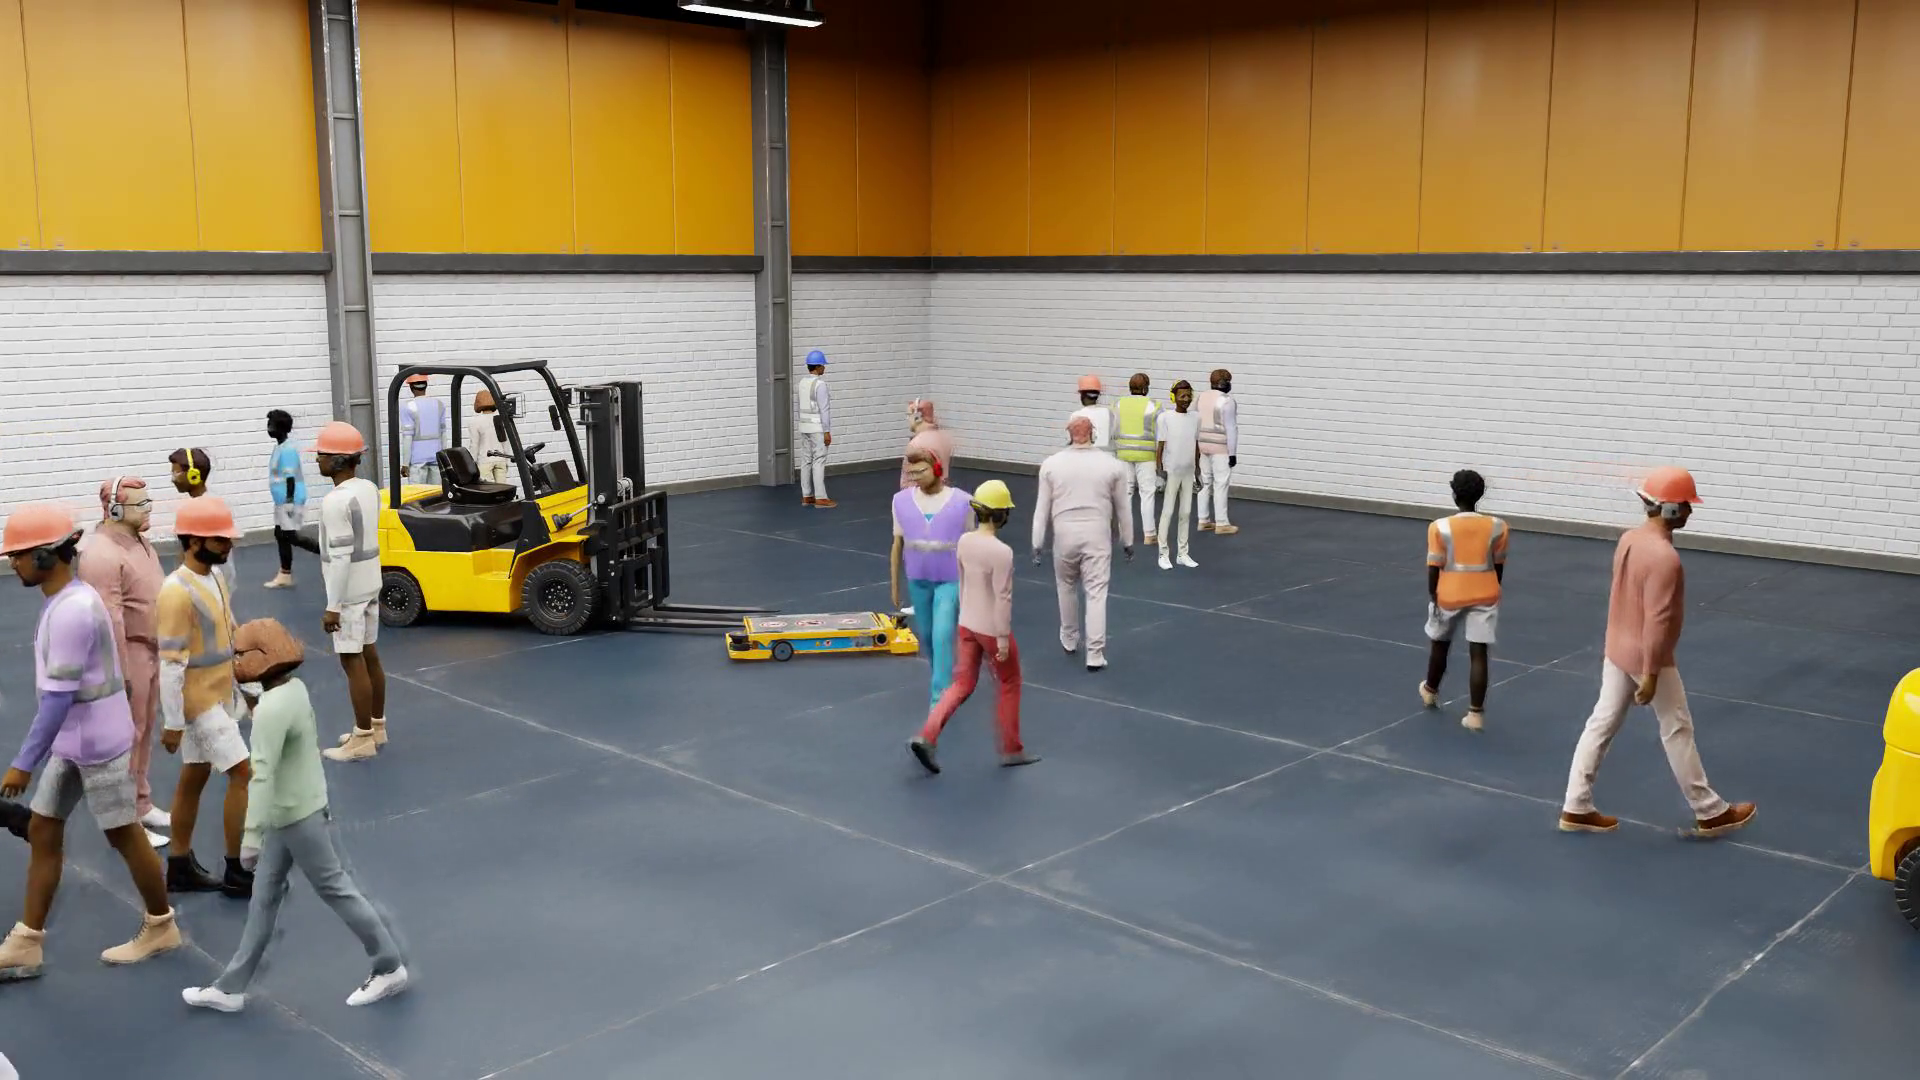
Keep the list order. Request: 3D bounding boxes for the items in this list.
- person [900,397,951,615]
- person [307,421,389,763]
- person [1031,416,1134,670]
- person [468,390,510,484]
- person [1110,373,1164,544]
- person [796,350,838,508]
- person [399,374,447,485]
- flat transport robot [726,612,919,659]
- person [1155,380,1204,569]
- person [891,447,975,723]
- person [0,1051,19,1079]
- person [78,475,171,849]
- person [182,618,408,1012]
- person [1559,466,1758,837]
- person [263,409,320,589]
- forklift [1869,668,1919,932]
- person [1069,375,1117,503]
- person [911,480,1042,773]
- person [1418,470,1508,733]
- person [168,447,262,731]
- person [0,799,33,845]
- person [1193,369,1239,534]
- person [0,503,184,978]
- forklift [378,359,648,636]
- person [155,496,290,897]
[{"bbox_3d":[-0.248,-0.262,13.989,0.538,1.884,0.663,3,10,19],"label":"person"},{"bbox_3d":[-3.674,0.310,9.994,0.364,2.048,0.611,0,9,-1],"label":"person"},{"bbox_3d":[0.927,0.000,12.495,0.746,1.844,0.983,1,9,5],"label":"person"},{"bbox_3d":[-5.165,-0.832,18.256,0.279,1.633,0.498,8,13,42],"label":"person"},{"bbox_3d":[1.910,-0.872,17.871,0.624,1.844,0.430,5,10,27],"label":"person"},{"bbox_3d":[-1.788,-1.368,20.585,0.385,1.948,0.602,-7,12,-37],"label":"person"},{"bbox_3d":[-5.676,-0.869,17.563,0.375,1.934,0.548,7,12,37],"label":"person"},{"bbox_3d":[-1.076,0.729,12.852,1.431,0.197,0.652,-2,9,-10],"label":"flat transport robot"},{"bbox_3d":[2.170,-0.646,16.401,0.532,1.868,0.310,-4,10,-24],"label":"person"},{"bbox_3d":[-0.162,0.260,11.089,0.576,1.807,0.899,2,10,14],"label":"person"},{"bbox_3d":[-3.299,1.199,5.183,1.028,1.825,0.573,-4,10,-25],"label":"person"},{"bbox_3d":[-4.239,0.615,8.555,0.401,1.906,0.651,-2,9,-13],"label":"person"},{"bbox_3d":[-2.649,1.099,6.589,0.873,1.571,0.596,-2,10,-13],"label":"person"},{"bbox_3d":[3.625,0.584,8.603,1.012,1.937,0.624,-1,9,-3],"label":"person"},{"bbox_3d":[-6.132,-0.383,15.373,0.598,1.680,0.538,-5,11,-29],"label":"person"},{"bbox_3d":[5.205,0.723,7.013,2.313,2.155,1.214,9,13,43],"label":"forklift"},{"bbox_3d":[1.266,-0.704,16.676,0.541,1.889,0.927,-4,10,-22],"label":"person"},{"bbox_3d":[0.094,0.513,9.713,0.798,1.742,0.531,-7,11,-35],"label":"person"},{"bbox_3d":[3.268,0.366,10.835,0.538,1.663,0.834,1,9,4],"label":"person"},{"bbox_3d":[-4.719,0.337,10.444,0.408,1.849,0.569,-4,10,-23],"label":"person"},{"bbox_3d":[-4.502,0.797,7.505,0.712,1.883,0.641,-9,13,-44],"label":"person"},{"bbox_3d":[2.886,-0.995,18.629,0.430,1.840,0.626,-6,11,-32],"label":"person"},{"bbox_3d":[-3.737,0.848,6.827,0.951,1.992,0.599,-6,11,-33],"label":"person"},{"bbox_3d":[-3.850,-0.407,13.936,2.313,2.155,1.214,2,9,11],"label":"forklift"},{"bbox_3d":[-3.446,0.741,7.784,0.741,1.909,0.554,-2,9,-12],"label":"person"}]
